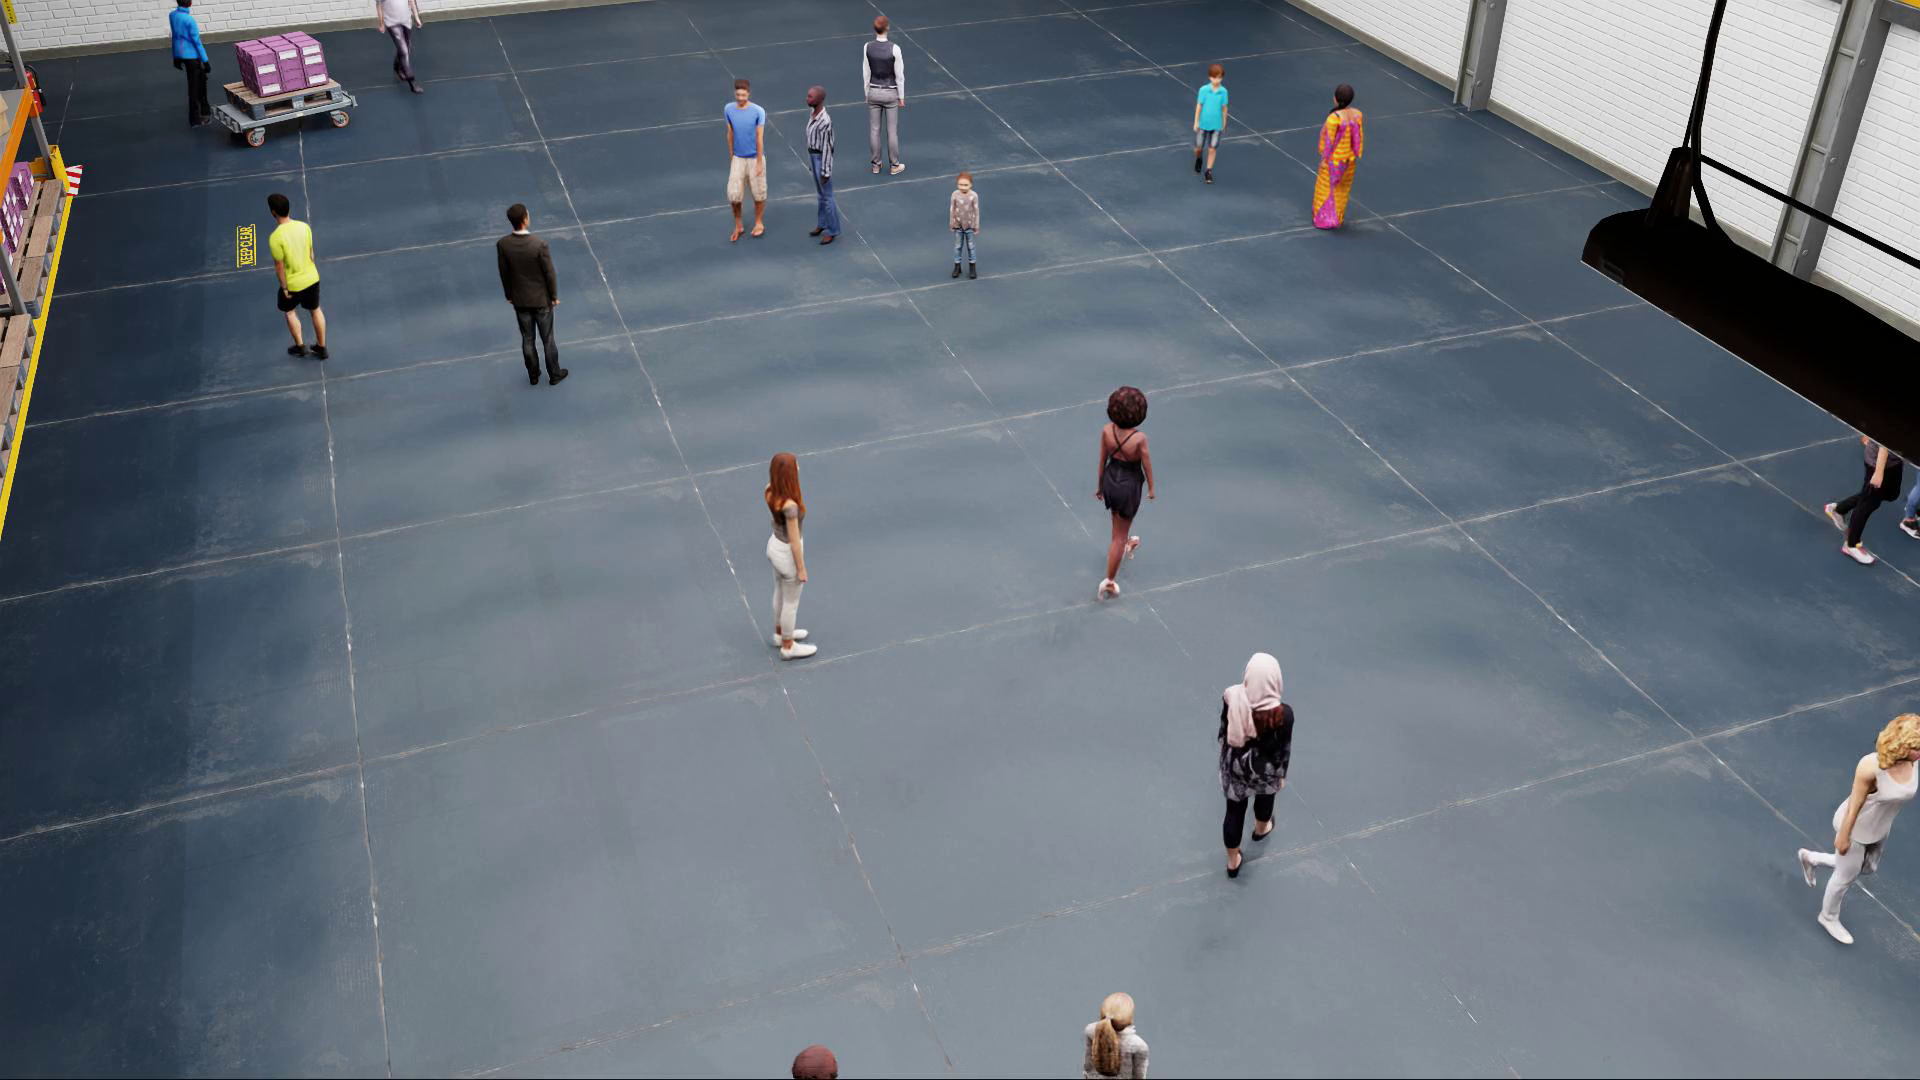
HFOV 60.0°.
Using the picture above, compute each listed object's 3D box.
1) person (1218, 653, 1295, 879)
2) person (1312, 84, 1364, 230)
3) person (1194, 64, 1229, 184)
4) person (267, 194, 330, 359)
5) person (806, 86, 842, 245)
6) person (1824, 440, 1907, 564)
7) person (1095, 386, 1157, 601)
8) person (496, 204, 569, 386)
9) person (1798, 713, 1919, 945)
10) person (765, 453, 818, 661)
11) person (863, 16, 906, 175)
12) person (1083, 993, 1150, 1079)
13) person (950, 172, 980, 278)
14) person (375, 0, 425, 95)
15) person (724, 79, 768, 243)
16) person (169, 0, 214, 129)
[{"bbox_3d":[1.788,1.442,10.339,0.915,1.613,0.977,13,36,19],"label":"person"},{"bbox_3d":[4.334,-4.431,19.106,0.722,1.688,0.721,-19,38,-26],"label":"person"},{"bbox_3d":[3.055,-5.139,20.393,0.666,1.443,0.756,1,34,2],"label":"person"},{"bbox_3d":[-6.423,-2.554,16.276,0.787,1.695,0.758,25,41,32],"label":"person"},{"bbox_3d":[-1.552,-4.223,18.699,0.680,1.794,0.483,-13,36,-19],"label":"person"},{"bbox_3d":[7.403,-0.684,13.415,0.847,1.747,0.917,-24,41,-32],"label":"person"},{"bbox_3d":[1.207,-0.313,12.848,1.029,1.758,1.000,20,39,28],"label":"person"},{"bbox_3d":[-4.084,-2.329,15.843,0.746,1.800,0.702,3,34,4],"label":"person"},{"bbox_3d":[5.377,1.647,9.990,0.582,1.658,0.792,-11,35,-16],"label":"person"},{"bbox_3d":[-1.290,0.122,12.230,0.666,1.718,0.503,-17,37,-24],"label":"person"},{"bbox_3d":[-0.945,-5.481,20.461,0.746,1.938,0.763,9,35,13],"label":"person"},{"bbox_3d":[0.765,2.833,8.561,0.743,1.265,0.799,15,36,21],"label":"person"},{"bbox_3d":[0.055,-3.438,18.060,0.544,1.193,0.573,6,34,8],"label":"person"},{"bbox_3d":[-7.854,-7.200,23.170,1.330,1.803,1.049,26,42,34],"label":"person"},{"bbox_3d":[-2.367,-4.353,18.854,0.828,1.838,0.918,6,34,9],"label":"person"},{"bbox_3d":[-10.206,-6.298,21.844,0.847,1.767,0.896,21,39,28],"label":"person"}]
